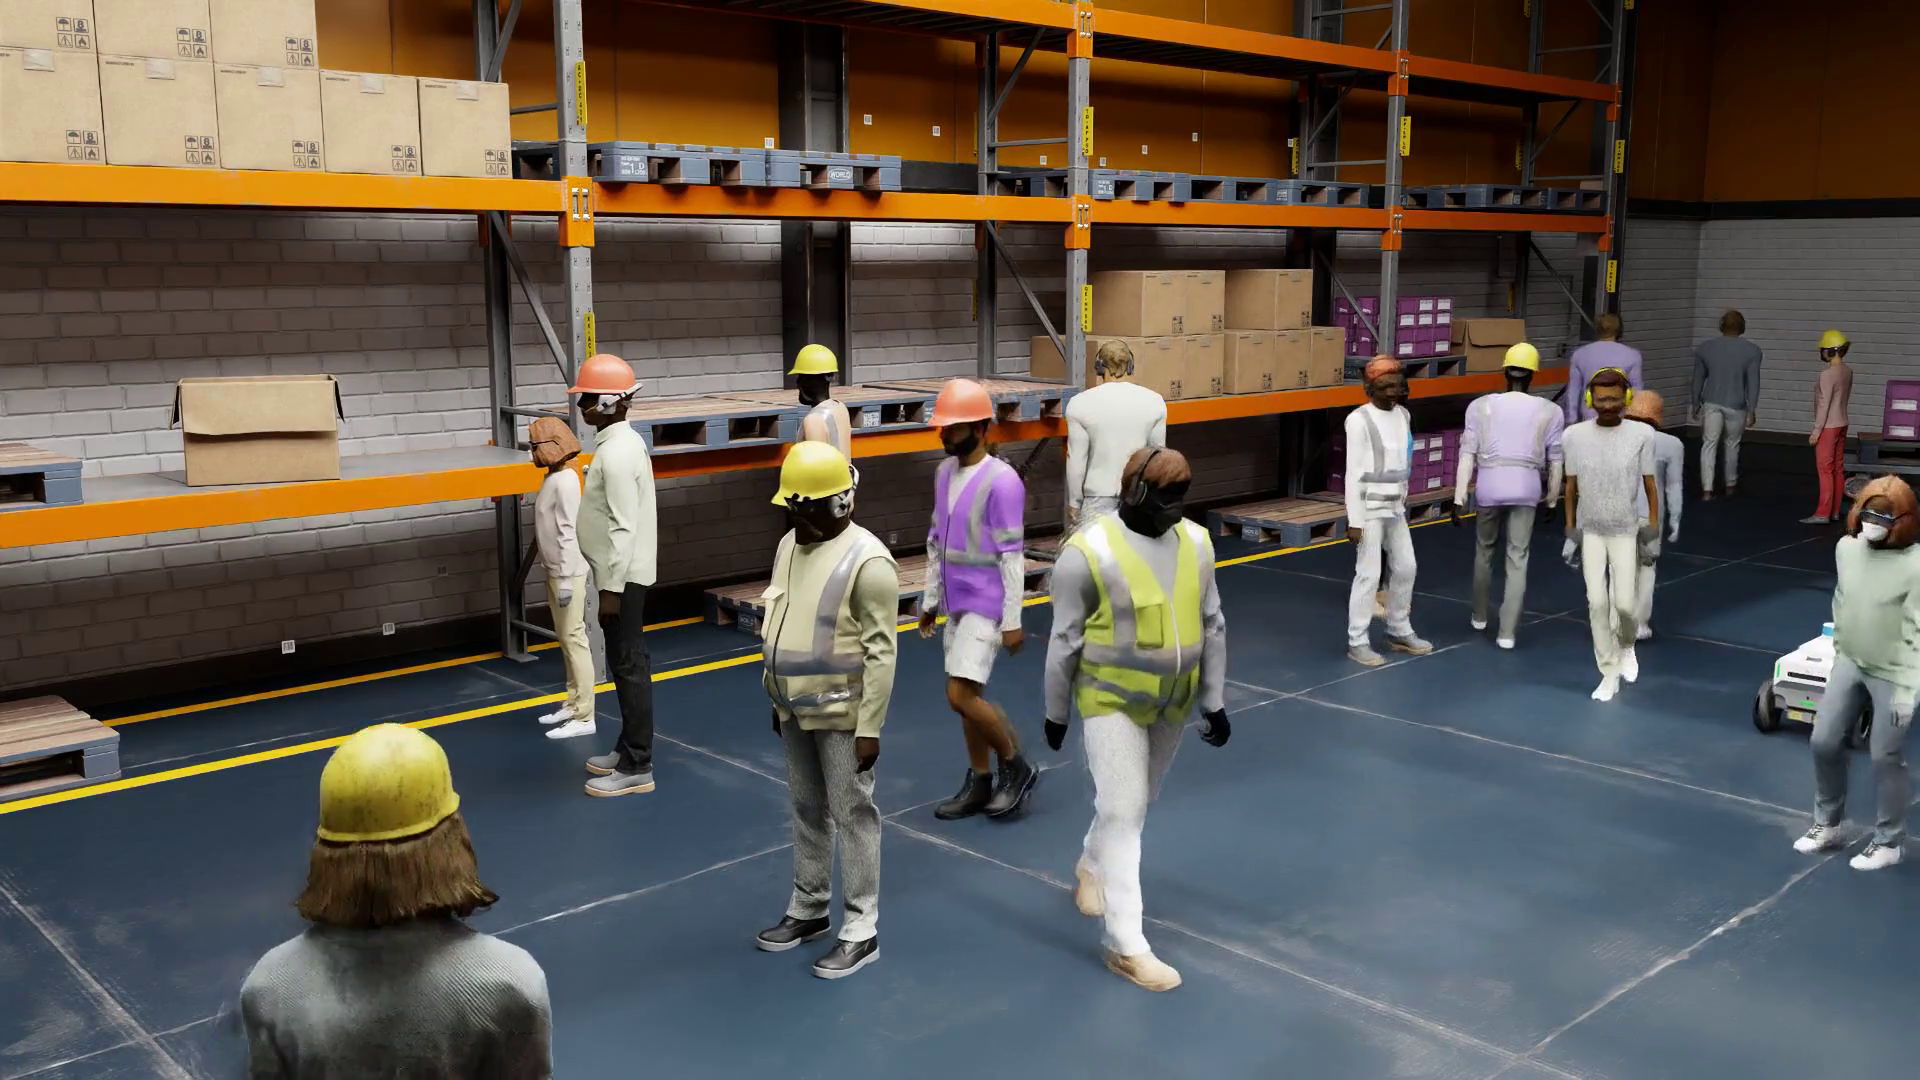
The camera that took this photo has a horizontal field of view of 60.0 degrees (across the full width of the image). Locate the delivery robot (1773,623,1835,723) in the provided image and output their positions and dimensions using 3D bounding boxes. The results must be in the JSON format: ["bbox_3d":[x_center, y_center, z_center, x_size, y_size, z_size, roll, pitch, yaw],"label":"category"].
[{"bbox_3d":[4.448,0.668,8.499,0.477,0.478,0.707,9,13,44],"label":"delivery robot"}]

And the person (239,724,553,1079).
[{"bbox_3d":[-0.859,1.146,2.539,0.500,1.724,0.493,2,10,9],"label":"person"}]

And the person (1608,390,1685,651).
[{"bbox_3d":[4.219,-0.125,10.348,0.487,1.595,0.667,3,10,17],"label":"person"}]

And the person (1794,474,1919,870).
[{"bbox_3d":[3.592,0.530,6.490,0.450,1.598,0.532,-3,10,-18],"label":"person"}]

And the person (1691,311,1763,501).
[{"bbox_3d":[7.683,-1.350,16.712,0.647,1.885,1.009,6,12,33],"label":"person"}]

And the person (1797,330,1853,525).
[{"bbox_3d":[7.876,-1.015,15.089,0.524,1.769,0.309,-8,13,-40],"label":"person"}]

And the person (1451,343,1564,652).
[{"bbox_3d":[3.439,-0.287,10.470,0.640,1.880,0.893,3,10,17],"label":"person"}]

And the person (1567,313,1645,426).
[{"bbox_3d":[5.960,-1.125,15.291,0.635,1.910,0.743,9,13,42],"label":"person"}]

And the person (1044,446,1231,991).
[{"bbox_3d":[0.589,0.550,5.847,0.628,1.802,0.882,-6,11,-31],"label":"person"}]

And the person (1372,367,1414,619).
[{"bbox_3d":[2.891,-0.330,11.274,0.321,1.697,0.530,6,11,31],"label":"person"}]

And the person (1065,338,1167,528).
[{"bbox_3d":[0.939,-0.252,10.125,0.630,1.937,0.373,-2,10,-9],"label":"person"}]

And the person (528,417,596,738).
[{"bbox_3d":[-2.030,0.186,8.464,0.272,1.627,0.502,-4,11,-23],"label":"person"}]

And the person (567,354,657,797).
[{"bbox_3d":[-1.560,0.158,7.547,0.379,1.996,0.609,-1,10,-9],"label":"person"}]

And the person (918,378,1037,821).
[{"bbox_3d":[0.032,0.272,7.092,0.409,1.922,0.556,-5,11,-28],"label":"person"}]

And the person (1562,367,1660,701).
[{"bbox_3d":[3.588,-0.045,9.198,0.526,1.837,0.518,5,11,28],"label":"person"}]

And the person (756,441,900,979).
[{"bbox_3d":[-0.467,0.566,5.665,0.403,1.823,0.588,-9,13,-41],"label":"person"}]

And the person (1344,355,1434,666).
[{"bbox_3d":[2.493,-0.169,9.847,0.690,1.864,0.398,-9,13,-43],"label":"person"}]

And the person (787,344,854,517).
[{"bbox_3d":[-0.811,-0.167,9.652,0.371,1.927,0.588,1,10,8],"label":"person"}]
